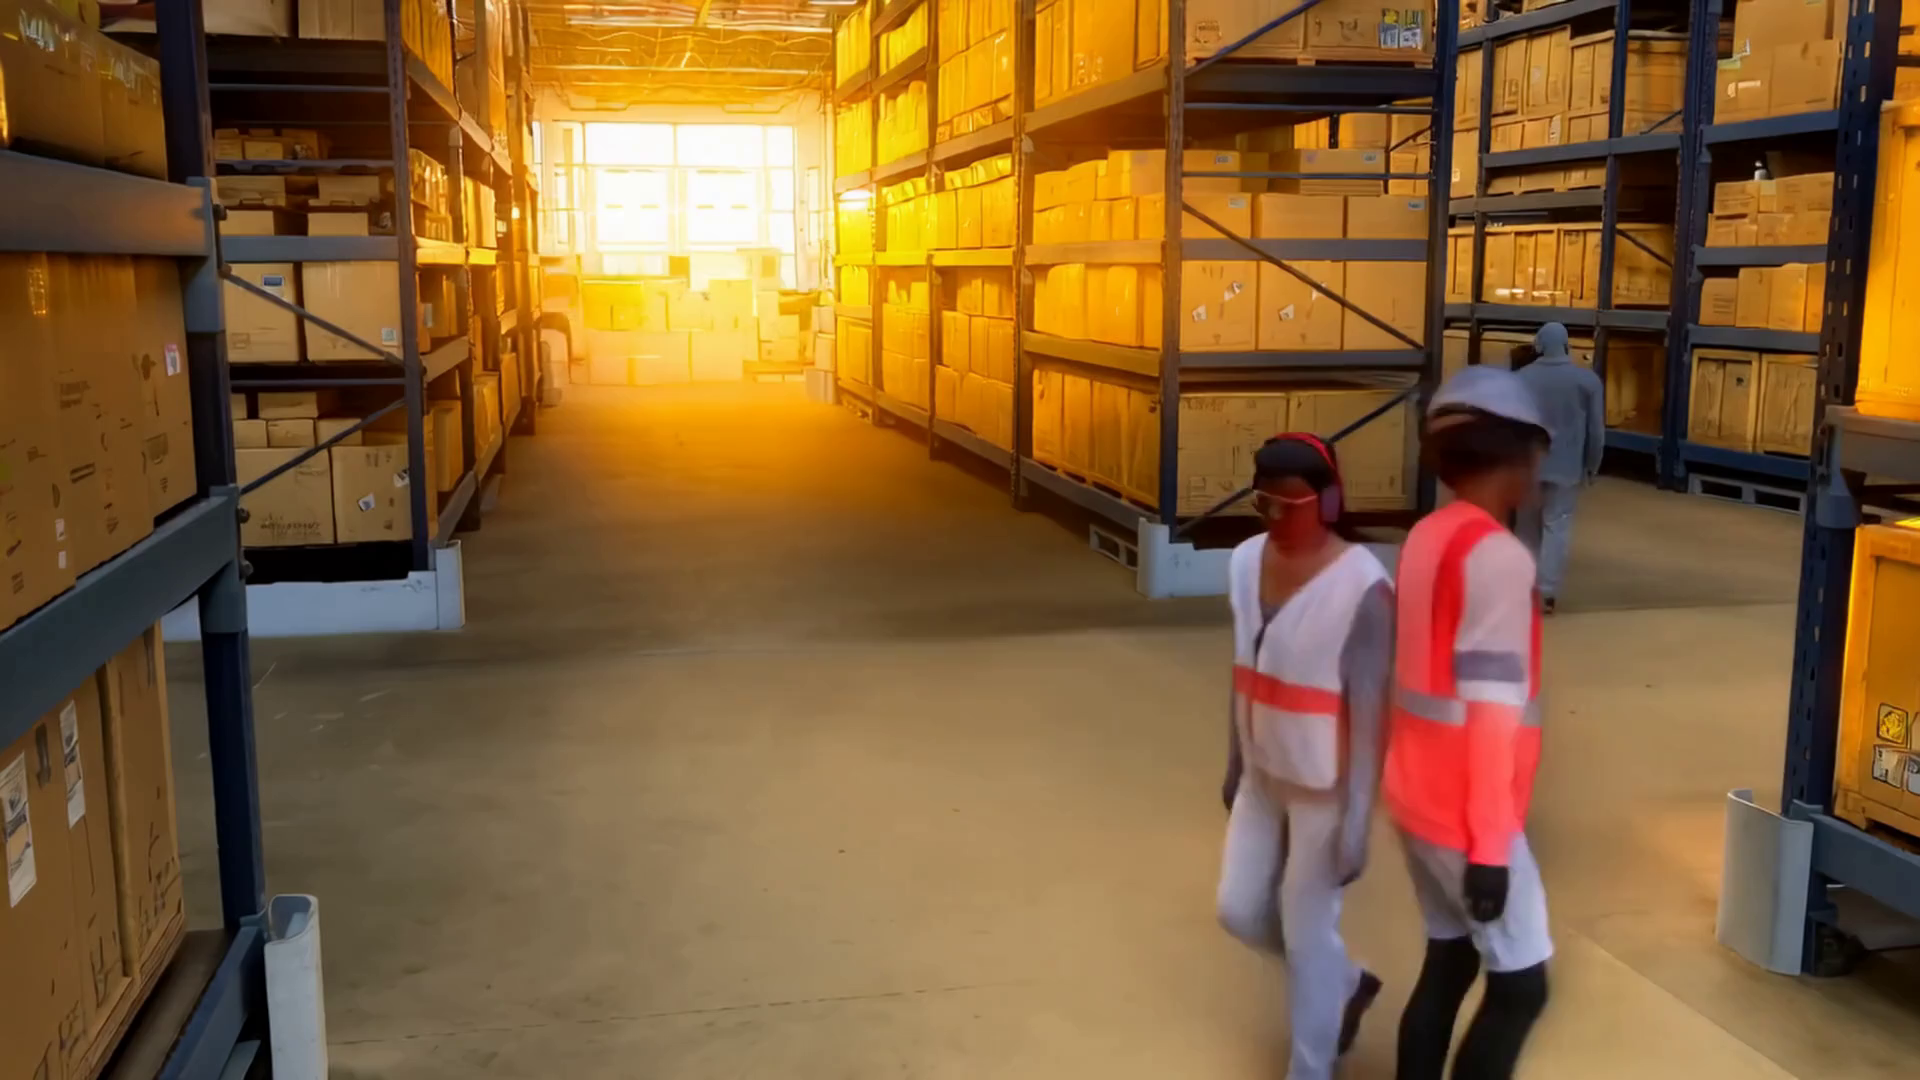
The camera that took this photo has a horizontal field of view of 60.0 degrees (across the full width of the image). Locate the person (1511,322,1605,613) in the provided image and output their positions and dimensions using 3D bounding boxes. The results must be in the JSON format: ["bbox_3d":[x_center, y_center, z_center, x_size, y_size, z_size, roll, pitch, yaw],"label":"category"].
[{"bbox_3d":[3.859,-0.484,10.891,0.639,1.858,1.003,5,11,28],"label":"person"}]

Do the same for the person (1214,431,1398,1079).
[{"bbox_3d":[0.916,0.618,4.293,0.484,1.819,0.615,-5,11,-30],"label":"person"}]

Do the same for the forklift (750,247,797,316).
[{"bbox_3d":[-5.884,-7.530,50.722,1.129,2.768,1.873,-7,12,-38],"label":"forklift"}]

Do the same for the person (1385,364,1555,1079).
[{"bbox_3d":[1.183,0.604,3.850,0.421,1.990,0.692,0,9,-3],"label":"person"}]

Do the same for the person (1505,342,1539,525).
[{"bbox_3d":[4.084,-0.601,12.149,0.544,1.681,0.524,-1,9,-5],"label":"person"}]

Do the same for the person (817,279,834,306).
[{"bbox_3d":[-3.593,-6.032,44.534,0.554,1.923,0.571,-6,11,-32],"label":"person"}]

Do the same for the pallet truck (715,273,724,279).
[{"bbox_3d":[-8.580,-8.986,62.280,1.885,1.965,0.823,1,9,5],"label":"pallet truck"}]
